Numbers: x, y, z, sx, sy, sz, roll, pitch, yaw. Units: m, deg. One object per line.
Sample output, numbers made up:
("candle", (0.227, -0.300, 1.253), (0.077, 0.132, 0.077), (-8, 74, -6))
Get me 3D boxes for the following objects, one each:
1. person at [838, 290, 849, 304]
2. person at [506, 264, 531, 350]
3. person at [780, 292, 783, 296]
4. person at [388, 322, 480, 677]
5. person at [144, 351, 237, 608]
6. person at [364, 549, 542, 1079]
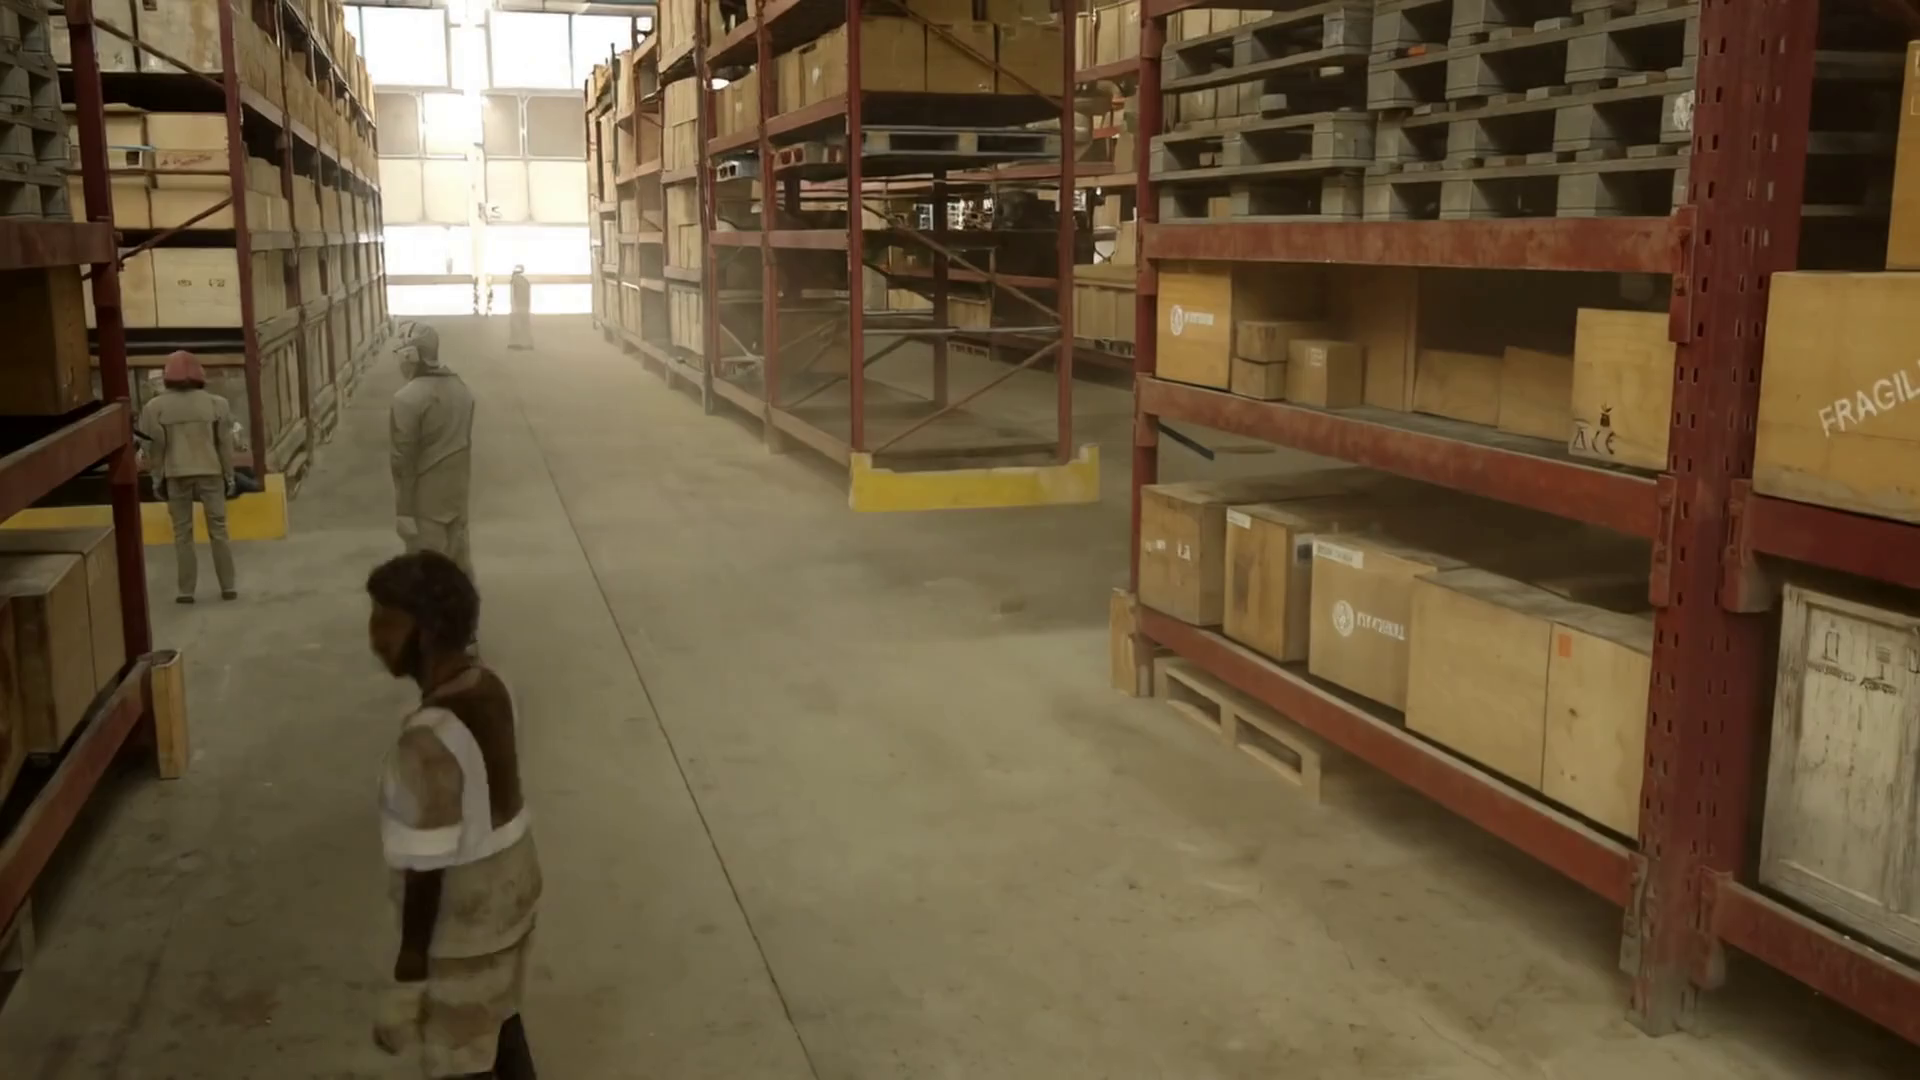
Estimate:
("person", (-2.299, -4.846, 34.188), (0.389, 1.949, 0.603), (4, 11, 21))
("person", (-9.212, -4.851, 34.681), (0.417, 1.783, 0.725), (5, 11, 25))
("person", (-4.243, -6.052, 41.700), (0.519, 1.624, 0.359), (5, 11, 25))
("person", (-2.859, -0.217, 8.965), (0.398, 1.899, 0.649), (2, 11, 13))
("person", (-4.894, -0.385, 10.602), (0.501, 1.632, 0.287), (-6, 12, -31))
("person", (-1.103, 0.852, 3.679), (0.317, 1.686, 0.573), (0, 10, 2))
